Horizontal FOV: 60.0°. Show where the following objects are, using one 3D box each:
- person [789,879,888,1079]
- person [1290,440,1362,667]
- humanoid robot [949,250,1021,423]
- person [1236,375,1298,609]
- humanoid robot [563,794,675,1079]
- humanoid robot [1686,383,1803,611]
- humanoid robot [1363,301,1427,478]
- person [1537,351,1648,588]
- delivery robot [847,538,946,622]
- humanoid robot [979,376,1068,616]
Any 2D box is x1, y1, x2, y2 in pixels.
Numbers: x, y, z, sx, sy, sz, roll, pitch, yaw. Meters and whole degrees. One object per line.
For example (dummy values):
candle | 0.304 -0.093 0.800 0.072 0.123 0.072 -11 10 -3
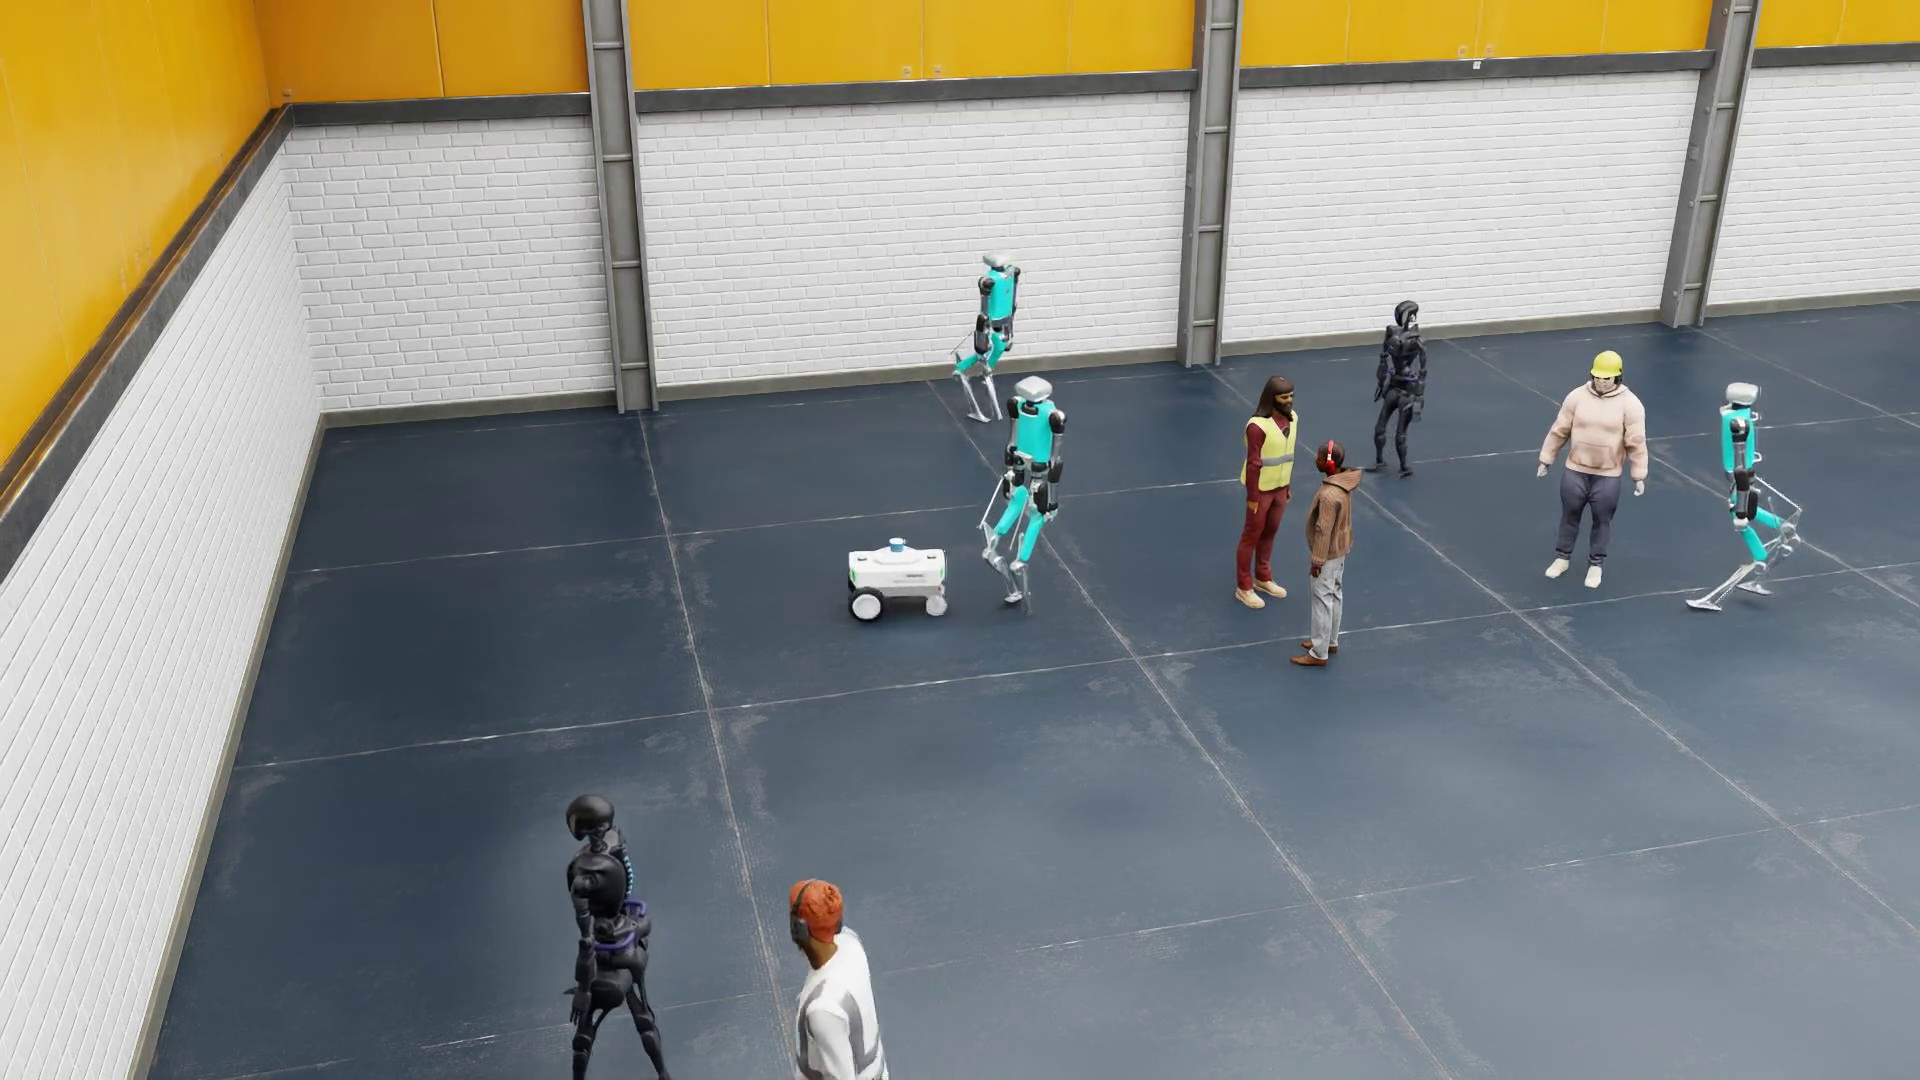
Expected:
person | -0.446 2.172 6.462 0.428 1.856 0.671 2 24 4
person | 2.530 0.095 11.436 0.327 1.648 0.462 11 26 24
humanoid robot | 0.201 -1.918 15.949 0.737 1.818 0.568 21 31 39
person | 2.280 -0.379 12.361 0.466 1.768 0.380 -19 30 -36
humanoid robot | -1.615 1.839 7.458 0.646 1.633 0.588 3 24 7
humanoid robot | 5.899 -0.257 12.152 0.851 1.763 0.531 7 25 16
humanoid robot | 3.890 -1.317 14.629 0.403 1.650 0.593 -13 27 -27
person | 4.822 -0.557 12.660 0.790 1.859 0.437 14 28 29
delivery robot | -0.481 0.281 12.373 0.804 0.600 0.499 -2 24 -3
humanoid robot | 0.402 -0.248 12.176 0.670 1.868 0.539 -21 31 -39
